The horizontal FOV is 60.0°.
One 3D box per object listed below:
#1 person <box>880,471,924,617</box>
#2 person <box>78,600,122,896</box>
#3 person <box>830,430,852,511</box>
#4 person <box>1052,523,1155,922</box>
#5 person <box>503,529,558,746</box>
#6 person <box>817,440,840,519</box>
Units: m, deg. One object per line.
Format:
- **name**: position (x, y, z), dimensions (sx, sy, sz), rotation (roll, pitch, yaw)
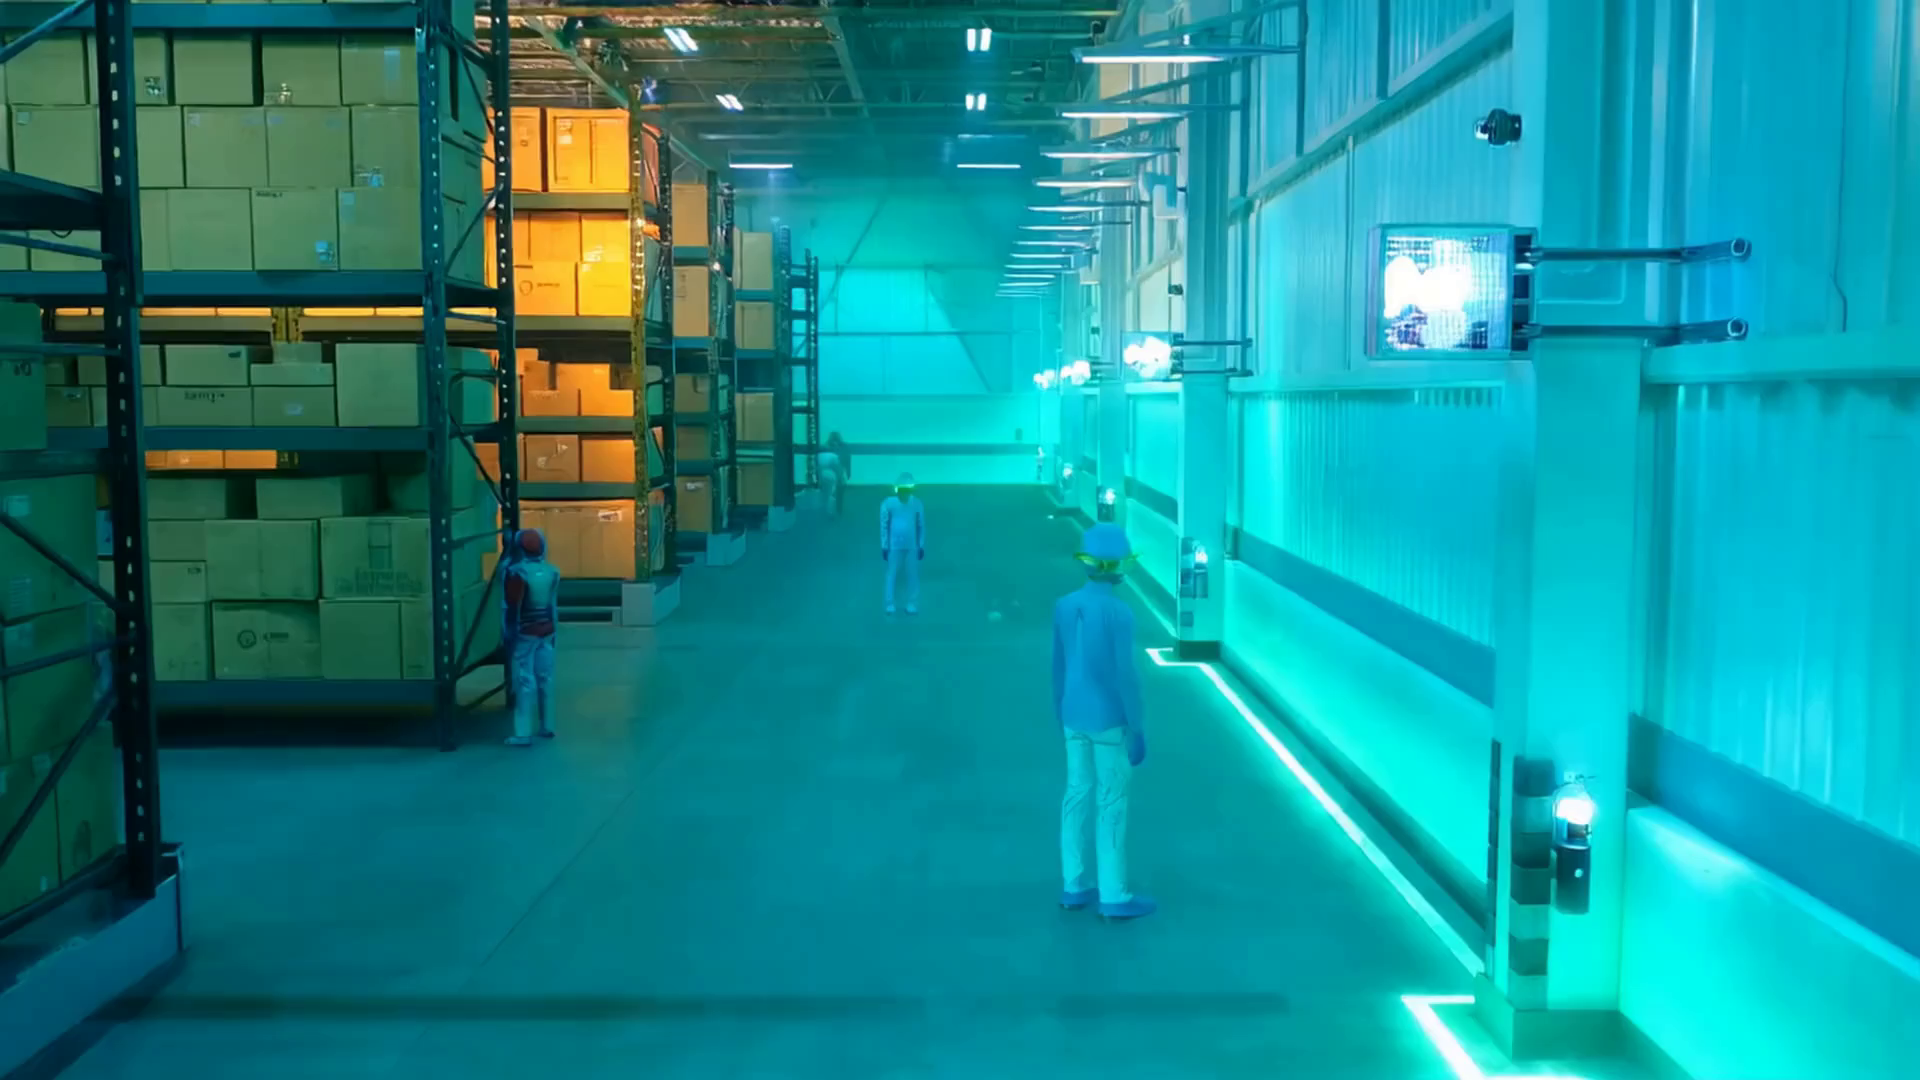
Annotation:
- **person**: position (-0.678, 0.051, 19.866), dimensions (0.564, 1.743, 0.348), rotation (-2, 5, -26)
- **person**: position (-4.816, 0.971, 8.773), dimensions (0.920, 1.795, 0.644), rotation (1, 5, 9)
- **person**: position (-2.833, -1.598, 38.390), dimensions (0.664, 1.876, 0.466), rotation (1, 5, 10)
- **person**: position (0.720, 0.909, 8.413), dimensions (0.378, 1.996, 0.611), rotation (-4, 6, -36)
- **person**: position (-3.238, 0.732, 12.584), dimensions (0.312, 1.632, 0.525), rotation (3, 6, 29)
- **person**: position (-2.848, -1.320, 36.136), dimensions (0.495, 1.690, 0.874), rotation (0, 5, 4)
